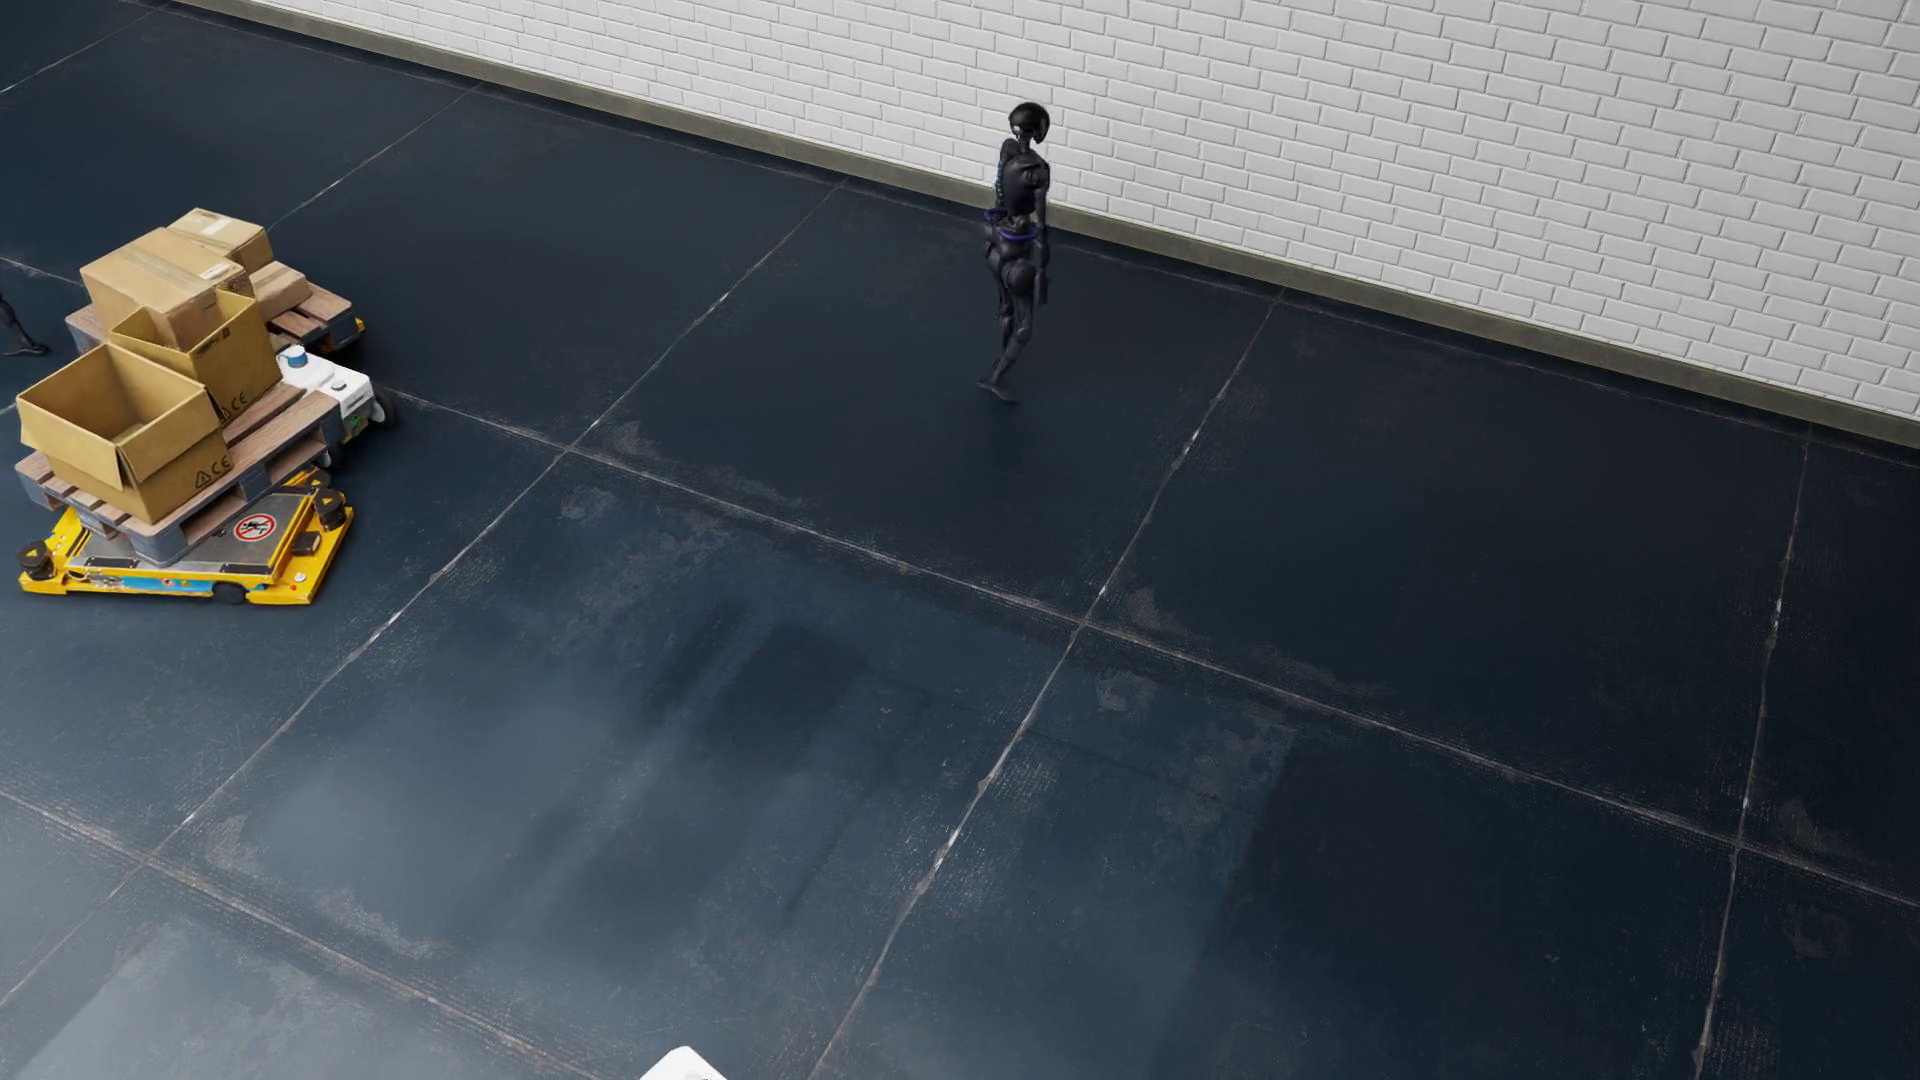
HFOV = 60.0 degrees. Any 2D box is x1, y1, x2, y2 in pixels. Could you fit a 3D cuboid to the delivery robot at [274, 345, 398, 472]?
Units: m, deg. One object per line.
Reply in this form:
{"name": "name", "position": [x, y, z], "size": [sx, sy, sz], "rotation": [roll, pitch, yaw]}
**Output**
{"name": "delivery robot", "position": [-3.464, -0.759, 8.858], "size": [0.737, 0.587, 0.524], "rotation": [20, 46, 20]}

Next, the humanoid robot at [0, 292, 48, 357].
{"name": "humanoid robot", "position": [-5.573, -1.607, 8.966], "size": [0.676, 1.628, 0.615], "rotation": [-8, 43, -8]}

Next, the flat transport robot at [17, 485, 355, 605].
{"name": "flat transport robot", "position": [-3.825, 0.006, 8.249], "size": [1.431, 0.231, 0.659], "rotation": [3, 43, 3]}

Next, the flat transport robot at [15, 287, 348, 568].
{"name": "flat transport robot", "position": [-3.937, -0.299, 8.578], "size": [1.431, 0.231, 0.659], "rotation": [22, 47, 22]}

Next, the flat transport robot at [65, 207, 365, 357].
{"name": "flat transport robot", "position": [-4.136, -1.008, 9.343], "size": [0.659, 0.231, 1.431], "rotation": [25, 48, 25]}

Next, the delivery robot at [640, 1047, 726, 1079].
{"name": "delivery robot", "position": [-1.111, 2.152, 5.734], "size": [0.499, 0.610, 0.814], "rotation": [31, 51, 29]}

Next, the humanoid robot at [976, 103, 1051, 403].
{"name": "humanoid robot", "position": [0.243, -1.534, 8.879], "size": [0.472, 1.647, 0.599], "rotation": [-17, 46, -18]}
